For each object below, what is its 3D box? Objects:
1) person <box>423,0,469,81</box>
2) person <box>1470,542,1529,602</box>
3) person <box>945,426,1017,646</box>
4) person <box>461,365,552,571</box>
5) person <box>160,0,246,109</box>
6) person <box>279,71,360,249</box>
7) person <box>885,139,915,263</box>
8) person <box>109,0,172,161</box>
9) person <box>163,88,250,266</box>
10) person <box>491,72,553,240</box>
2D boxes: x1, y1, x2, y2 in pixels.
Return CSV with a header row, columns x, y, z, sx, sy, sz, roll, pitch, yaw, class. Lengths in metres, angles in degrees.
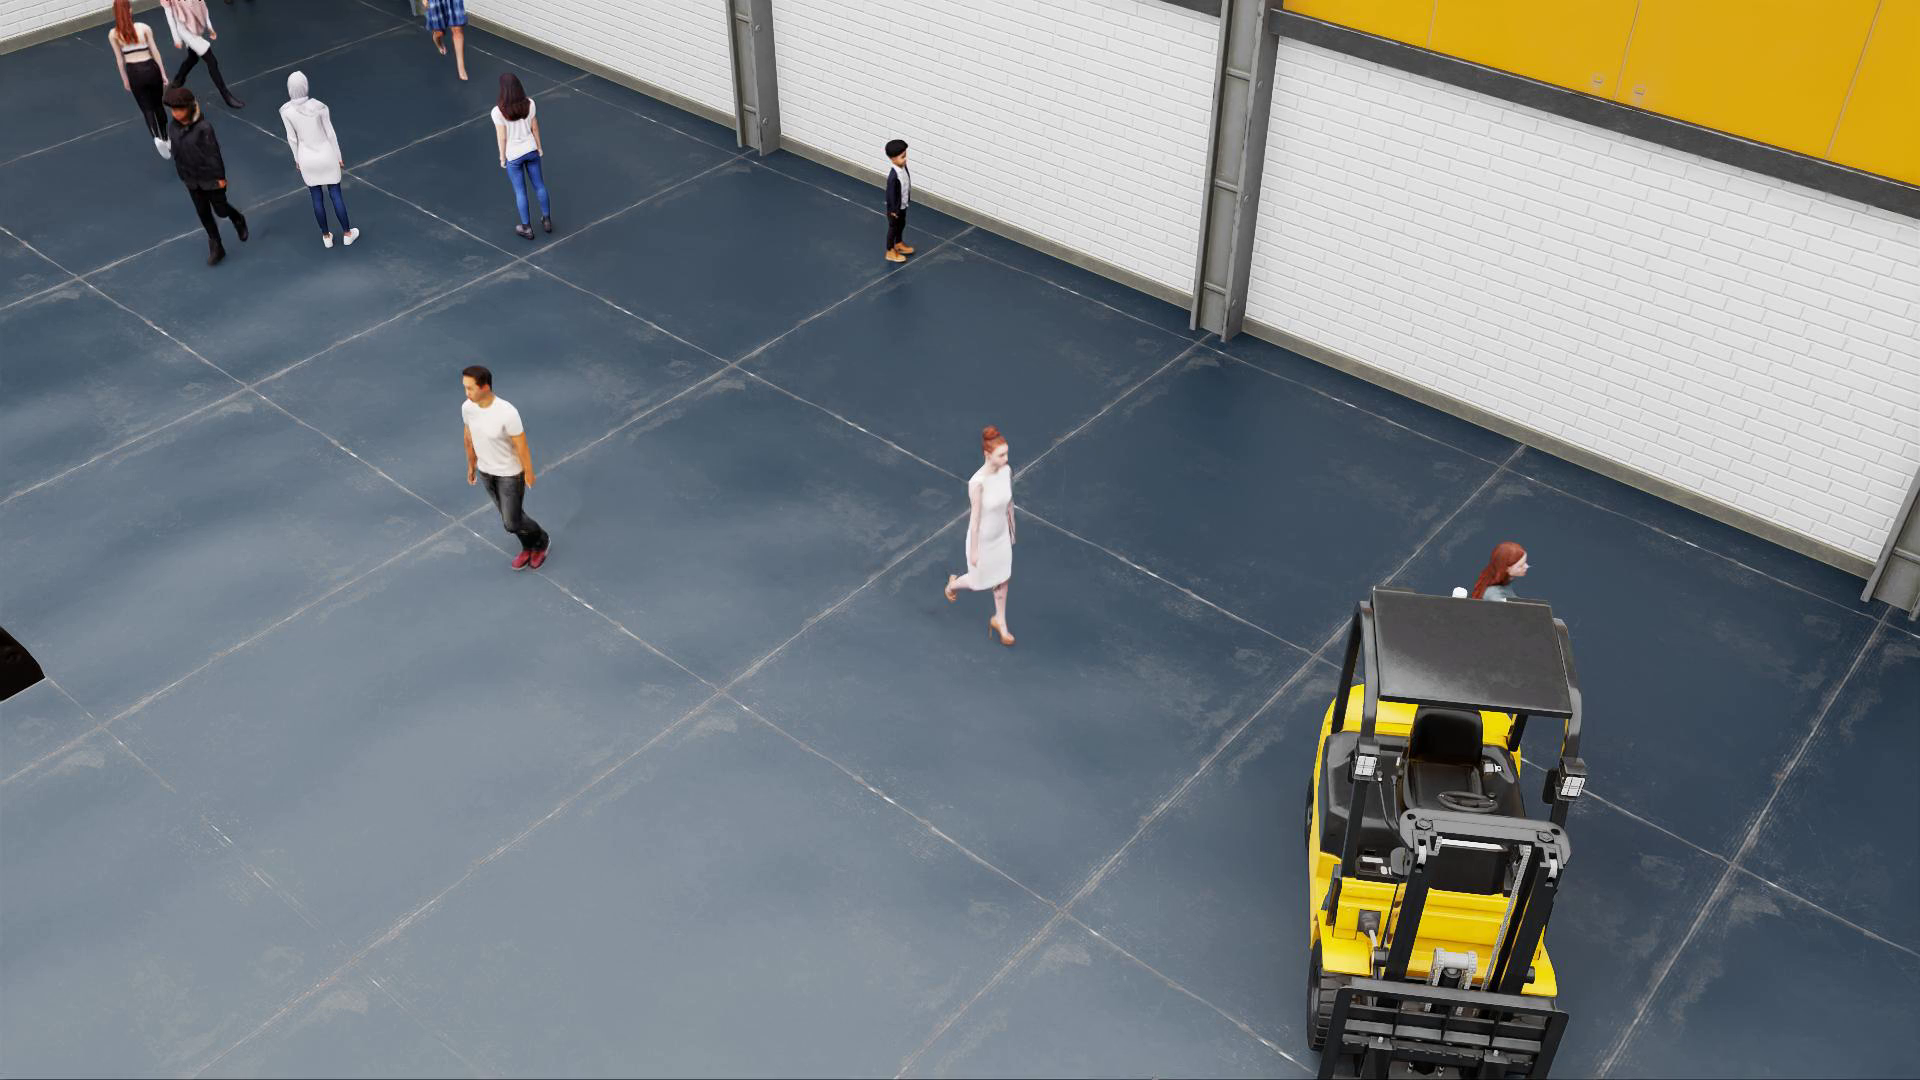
x,y,z,sx,sy,sz,roll,pitch,yaw,class
-6.040,-6.266,19.392,0.826,1.778,1.002,-23,44,-26,person
3.361,0.711,10.684,0.669,1.743,0.658,10,40,12,person
0.150,-0.022,11.571,0.657,1.781,0.879,-32,48,-33,person
-3.308,-0.566,12.251,0.642,1.783,0.767,16,41,19,person
-8.721,-5.711,18.715,1.274,1.756,0.943,11,40,13,person
-6.244,-3.691,16.170,0.684,1.776,0.728,-6,39,-7,person
-0.612,-3.303,16.129,0.534,1.219,0.543,17,42,20,person
-8.659,-4.856,17.669,0.881,1.725,1.119,-15,41,-18,person
-7.238,-3.539,15.998,0.933,1.753,0.950,5,39,6,person
-4.305,-3.768,16.340,0.645,1.684,0.589,-26,46,-29,person
